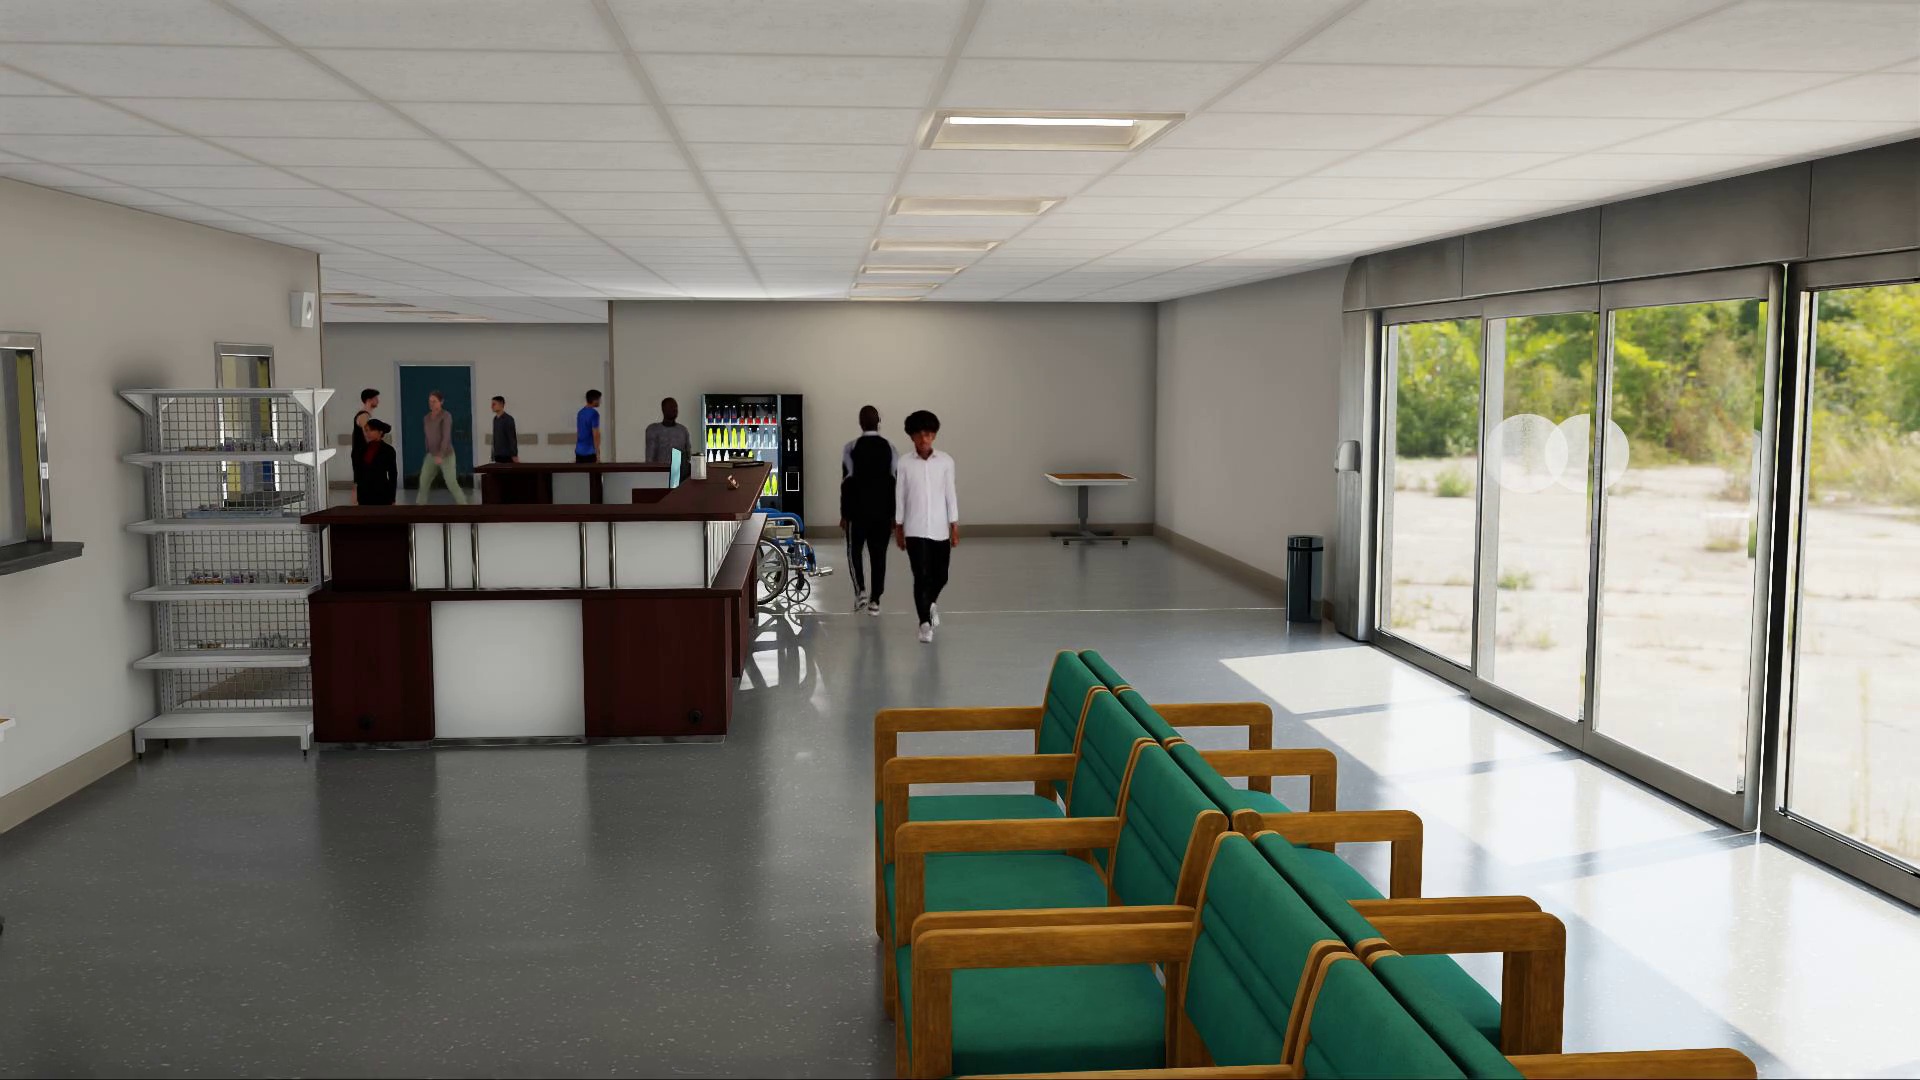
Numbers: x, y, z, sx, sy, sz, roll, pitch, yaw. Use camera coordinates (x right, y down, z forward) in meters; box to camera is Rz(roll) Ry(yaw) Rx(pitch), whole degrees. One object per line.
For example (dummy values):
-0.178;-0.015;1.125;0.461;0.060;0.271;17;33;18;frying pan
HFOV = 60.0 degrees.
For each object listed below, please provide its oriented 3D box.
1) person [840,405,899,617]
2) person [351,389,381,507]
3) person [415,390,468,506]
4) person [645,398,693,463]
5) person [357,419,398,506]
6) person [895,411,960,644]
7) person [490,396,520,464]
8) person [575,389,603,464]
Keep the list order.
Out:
-0.765;-0.242;14.222;0.581;1.817;0.759;-1;6;-7;person
-8.160;-1.103;22.517;0.801;1.871;0.785;-3;6;-24;person
-6.899;-1.052;22.326;1.281;1.806;1.113;3;6;25;person
-3.162;-0.597;17.756;1.044;1.816;1.075;-5;8;-42;person
-5.817;-0.390;16.575;0.620;1.640;0.690;1;6;9;person
-0.260;-0.104;12.987;0.887;1.790;0.709;0;6;-5;person
-6.579;-1.218;24.267;0.783;1.749;0.837;5;8;42;person
-5.458;-1.251;24.130;0.894;1.842;0.954;4;7;36;person
